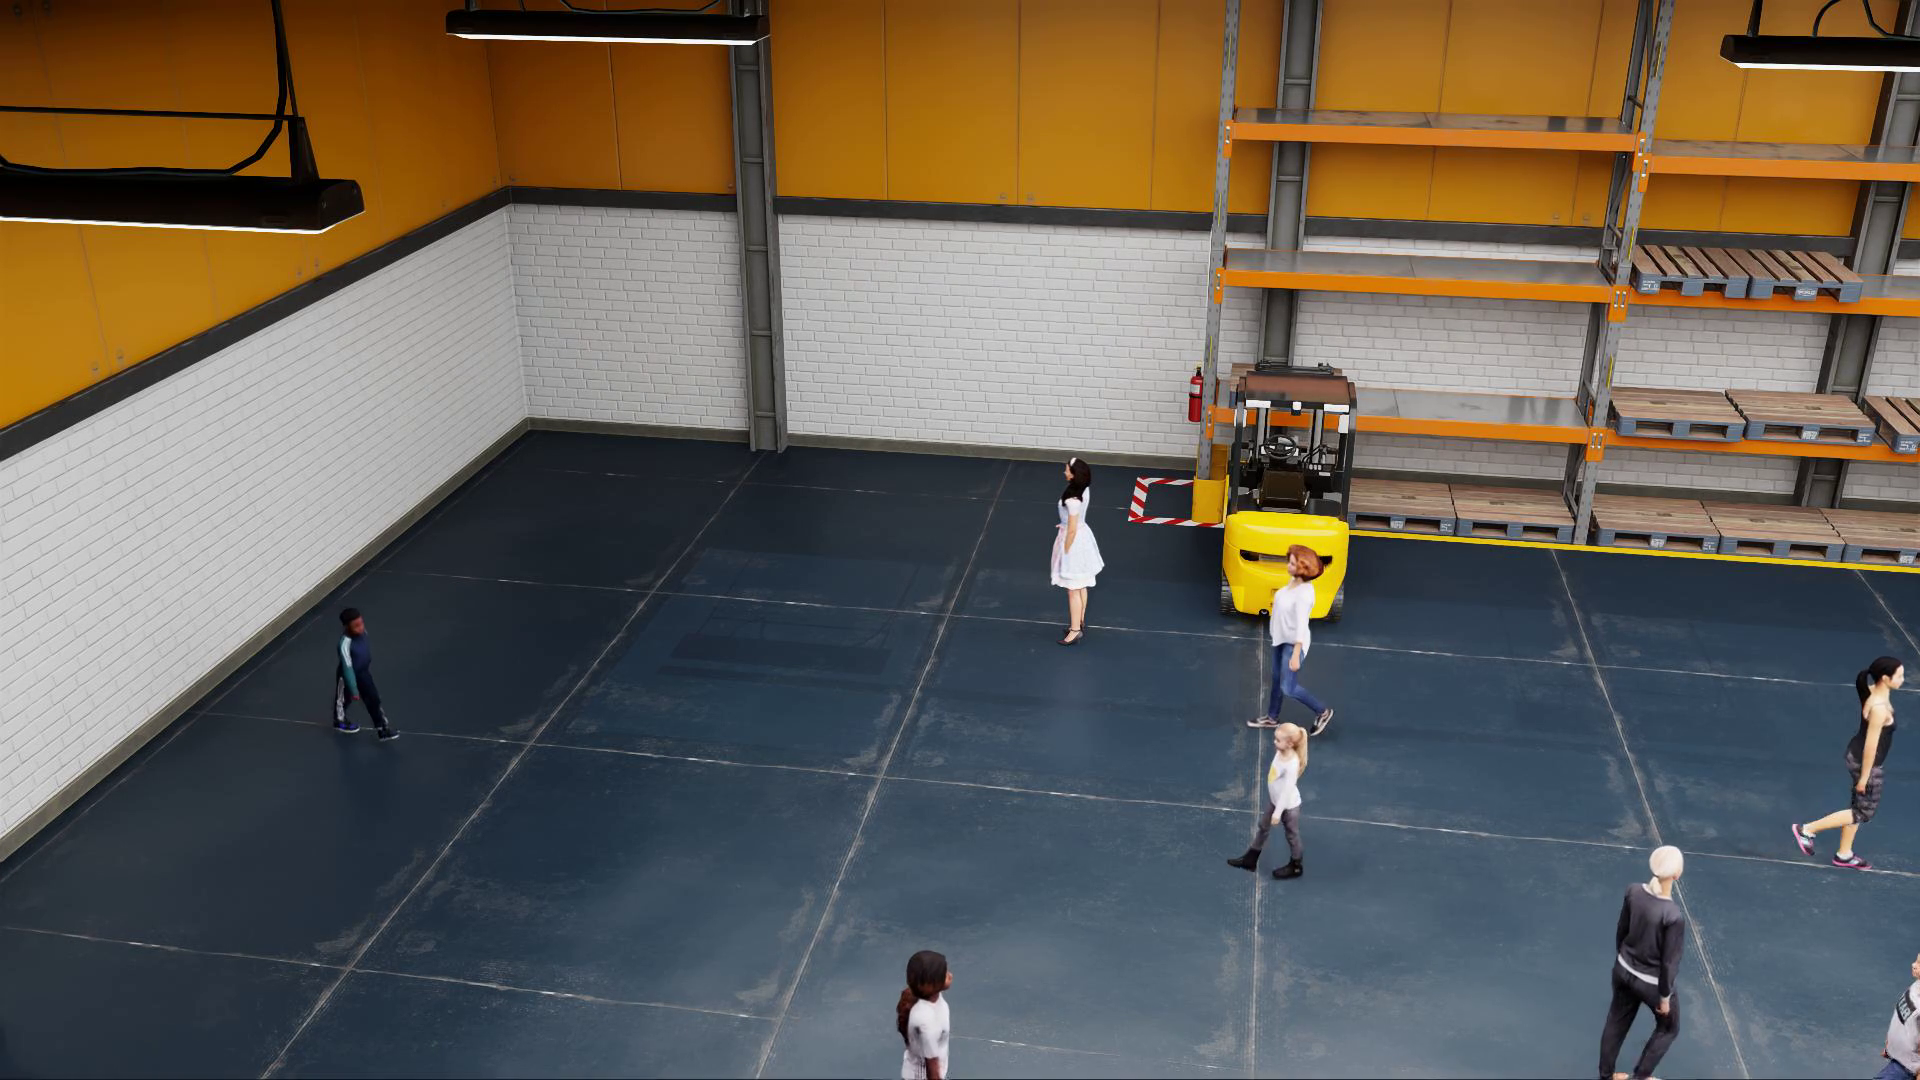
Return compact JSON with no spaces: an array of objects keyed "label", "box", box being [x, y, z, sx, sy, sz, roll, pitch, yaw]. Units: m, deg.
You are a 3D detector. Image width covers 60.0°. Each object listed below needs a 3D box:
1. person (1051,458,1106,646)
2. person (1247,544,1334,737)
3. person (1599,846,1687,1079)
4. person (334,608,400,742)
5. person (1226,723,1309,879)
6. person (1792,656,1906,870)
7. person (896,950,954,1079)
[{"label":"person","box":[1.055,0.104,15.275,0.754,1.818,0.730,7,25,16]},{"label":"person","box":[2.813,0.840,13.745,0.954,1.695,0.747,0,24,0]},{"label":"person","box":[3.969,2.571,9.764,0.793,1.712,0.749,-12,26,-26]},{"label":"person","box":[-5.039,1.107,13.737,0.964,1.211,0.664,9,25,19]},{"label":"person","box":[2.389,1.877,11.913,0.836,1.261,0.642,-2,24,-5]},{"label":"person","box":[6.408,1.607,11.966,0.839,1.715,0.620,7,25,15]},{"label":"person","box":[-0.249,2.924,8.958,0.808,1.711,0.709,-3,24,-7]}]
